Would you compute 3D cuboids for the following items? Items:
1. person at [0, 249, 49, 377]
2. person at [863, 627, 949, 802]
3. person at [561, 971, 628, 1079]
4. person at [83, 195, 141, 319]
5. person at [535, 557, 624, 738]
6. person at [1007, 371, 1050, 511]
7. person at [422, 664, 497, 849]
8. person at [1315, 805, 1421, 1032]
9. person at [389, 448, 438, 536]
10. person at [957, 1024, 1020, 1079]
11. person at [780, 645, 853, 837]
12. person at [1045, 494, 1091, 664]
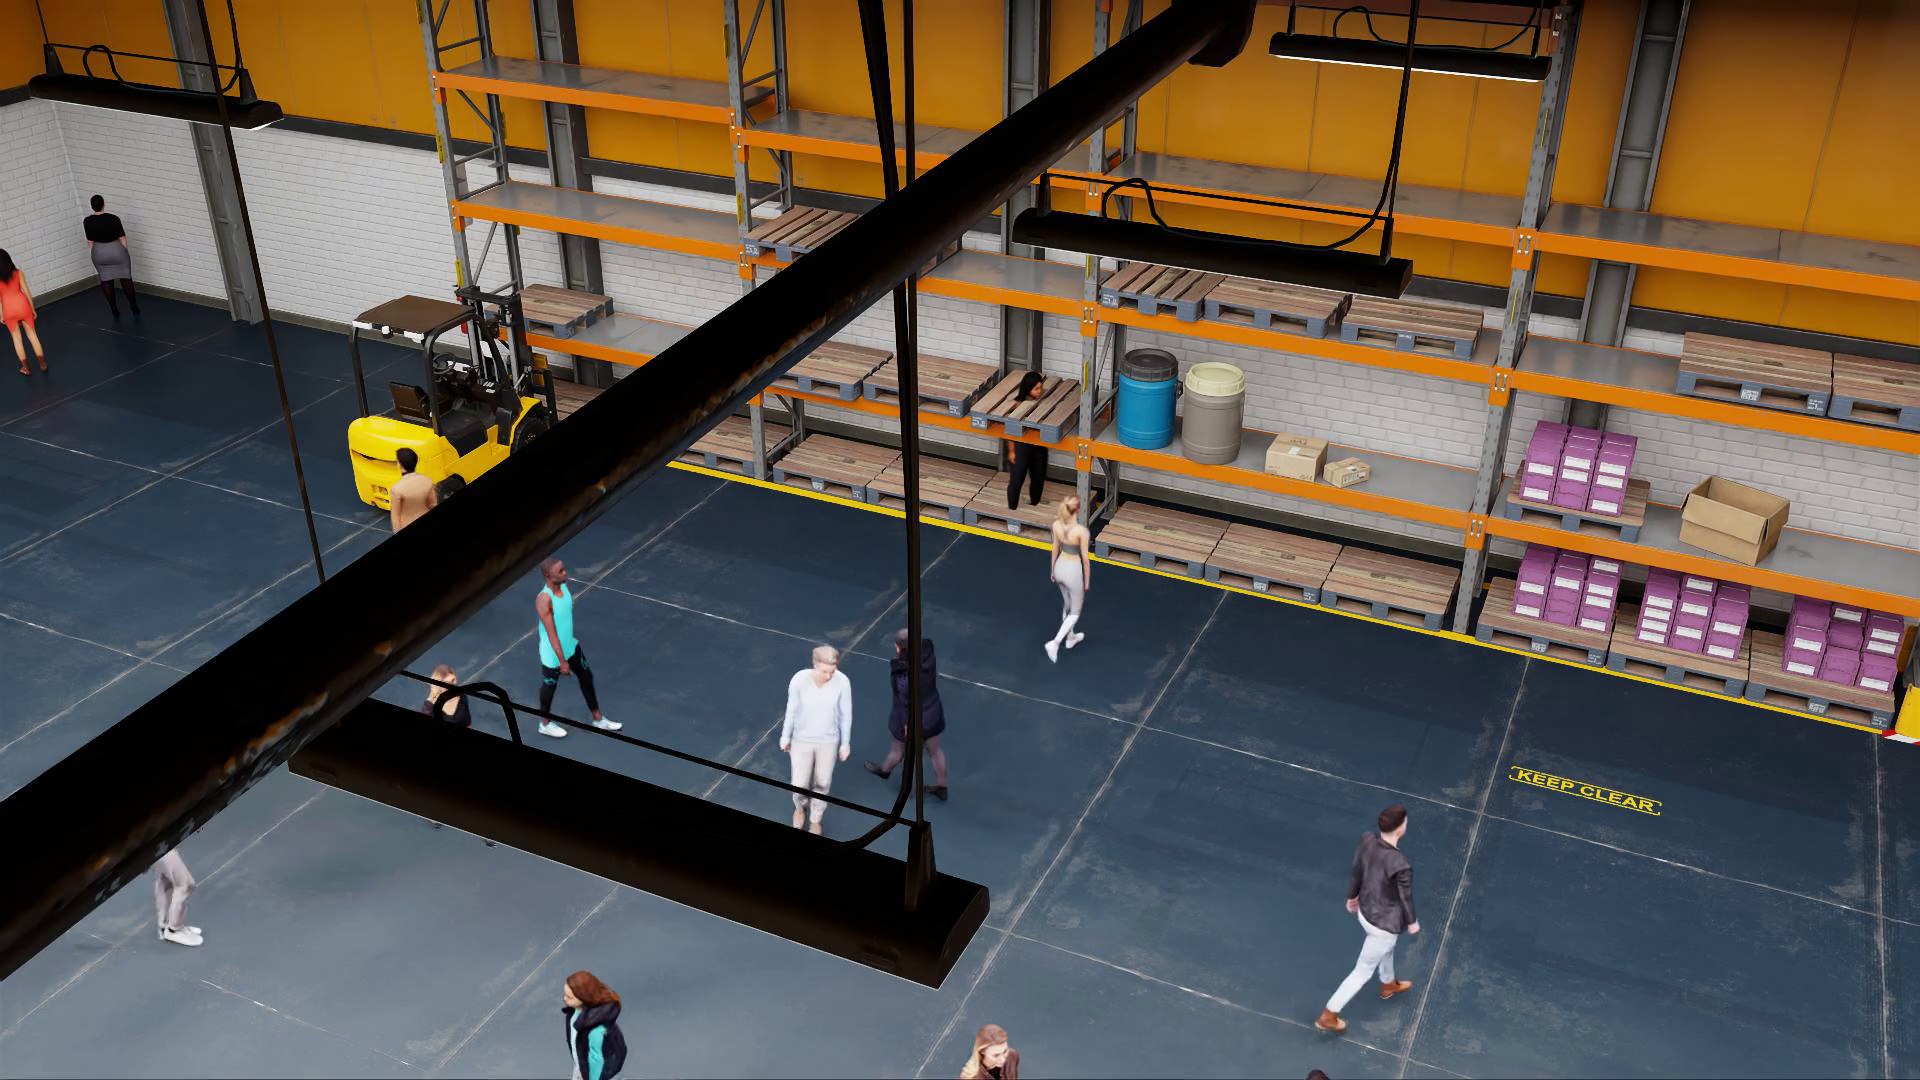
[{"bbox_3d":[-12.329,-2.988,21.739,0.667,1.718,0.664,-22,35,-34],"label":"person"},{"bbox_3d":[-0.276,1.457,13.677,1.054,1.635,0.747,18,33,29],"label":"person"},{"bbox_3d":[-2.240,3.266,10.508,0.785,1.493,0.720,-16,33,-27],"label":"person"},{"bbox_3d":[-12.064,-4.037,23.619,0.767,1.759,0.838,-8,30,-14],"label":"person"},{"bbox_3d":[-3.580,0.952,14.444,0.999,1.787,0.721,9,30,16],"label":"person"},{"bbox_3d":[0.740,-0.995,17.984,0.776,1.815,0.811,-15,32,-25],"label":"person"},{"bbox_3d":[-4.097,1.671,13.289,0.844,1.631,1.103,-22,35,-34],"label":"person"},{"bbox_3d":[2.804,2.617,11.366,1.193,1.812,1.152,-11,31,-19],"label":"person"},{"bbox_3d":[-5.326,-0.077,16.417,1.010,1.704,0.769,20,35,32],"label":"person"},{"bbox_3d":[0.167,3.503,9.855,0.674,1.703,0.644,-22,36,-35],"label":"person"},{"bbox_3d":[-1.141,1.556,13.264,0.827,1.857,0.930,0,29,0],"label":"person"},{"bbox_3d":[0.989,0.375,15.608,0.957,1.686,0.746,19,34,30],"label":"person"}]
